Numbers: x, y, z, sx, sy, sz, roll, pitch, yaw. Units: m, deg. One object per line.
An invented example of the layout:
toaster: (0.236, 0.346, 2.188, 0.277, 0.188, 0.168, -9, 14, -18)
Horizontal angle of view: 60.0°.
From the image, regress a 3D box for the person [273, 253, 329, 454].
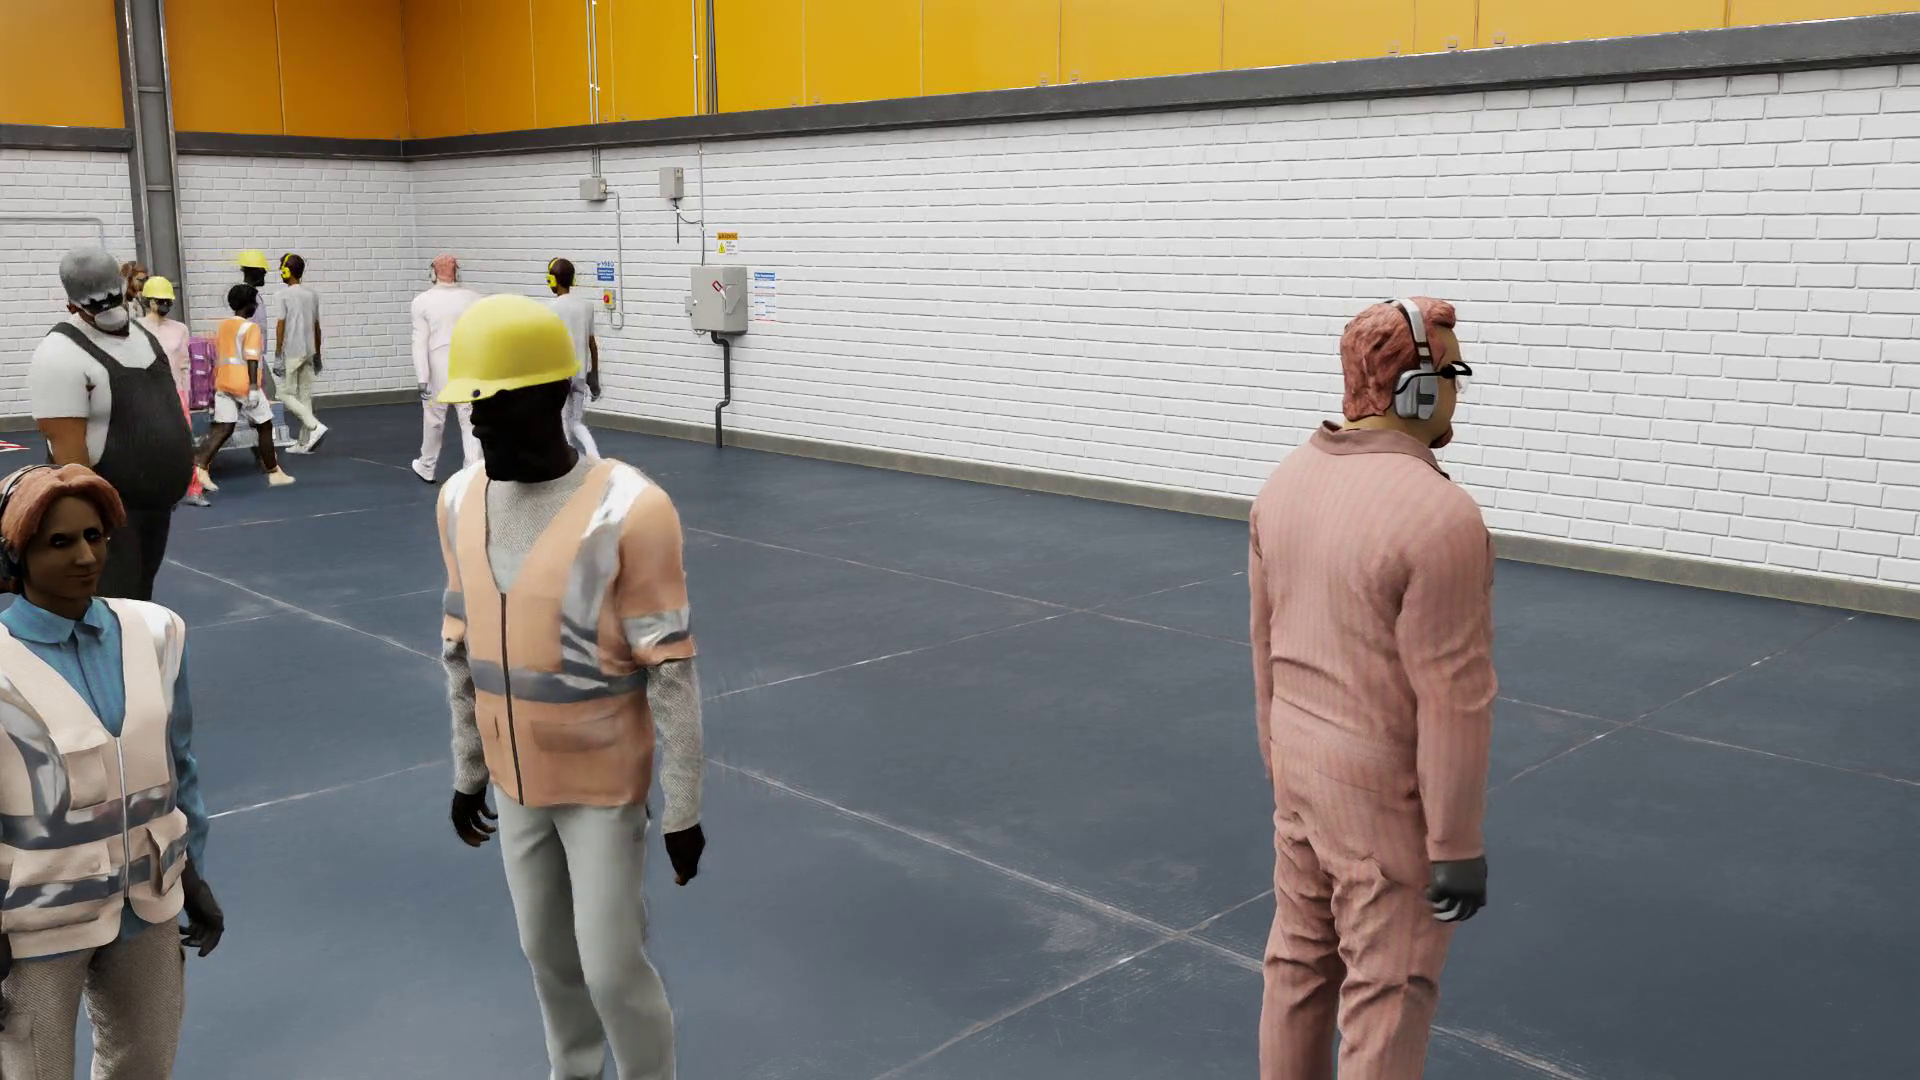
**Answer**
person: (-6.070, -1.691, 15.283, 0.506, 1.850, 0.537, 5, 11, 23)

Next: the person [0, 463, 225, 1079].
person: (-1.549, 0.678, 2.941, 0.307, 1.641, 0.513, 5, 11, 25)

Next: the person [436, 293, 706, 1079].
person: (-0.810, 0.467, 3.348, 0.606, 1.914, 0.416, 6, 12, 30)

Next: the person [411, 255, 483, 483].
person: (-4.087, -1.334, 13.292, 0.670, 1.854, 0.982, -7, 13, -34)

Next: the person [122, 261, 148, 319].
person: (-7.799, -1.725, 15.684, 0.965, 1.780, 0.637, -9, 14, -40)

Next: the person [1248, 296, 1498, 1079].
person: (0.821, 0.487, 3.252, 0.400, 1.910, 0.643, -4, 11, -20)

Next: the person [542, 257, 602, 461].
person: (-2.986, -1.233, 12.769, 0.529, 1.856, 0.542, 9, 14, 41)

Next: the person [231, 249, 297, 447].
person: (-6.777, -1.805, 15.782, 0.854, 1.896, 0.603, -4, 11, -19)

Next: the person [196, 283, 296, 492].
person: (-5.770, -1.205, 13.193, 0.540, 1.654, 0.849, 6, 12, 31)

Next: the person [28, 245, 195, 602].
person: (-3.457, -0.246, 6.884, 0.560, 2.000, 0.753, 1, 10, 5)

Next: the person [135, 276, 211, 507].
person: (-6.045, -1.118, 12.505, 0.899, 1.724, 0.532, 9, 14, 41)
